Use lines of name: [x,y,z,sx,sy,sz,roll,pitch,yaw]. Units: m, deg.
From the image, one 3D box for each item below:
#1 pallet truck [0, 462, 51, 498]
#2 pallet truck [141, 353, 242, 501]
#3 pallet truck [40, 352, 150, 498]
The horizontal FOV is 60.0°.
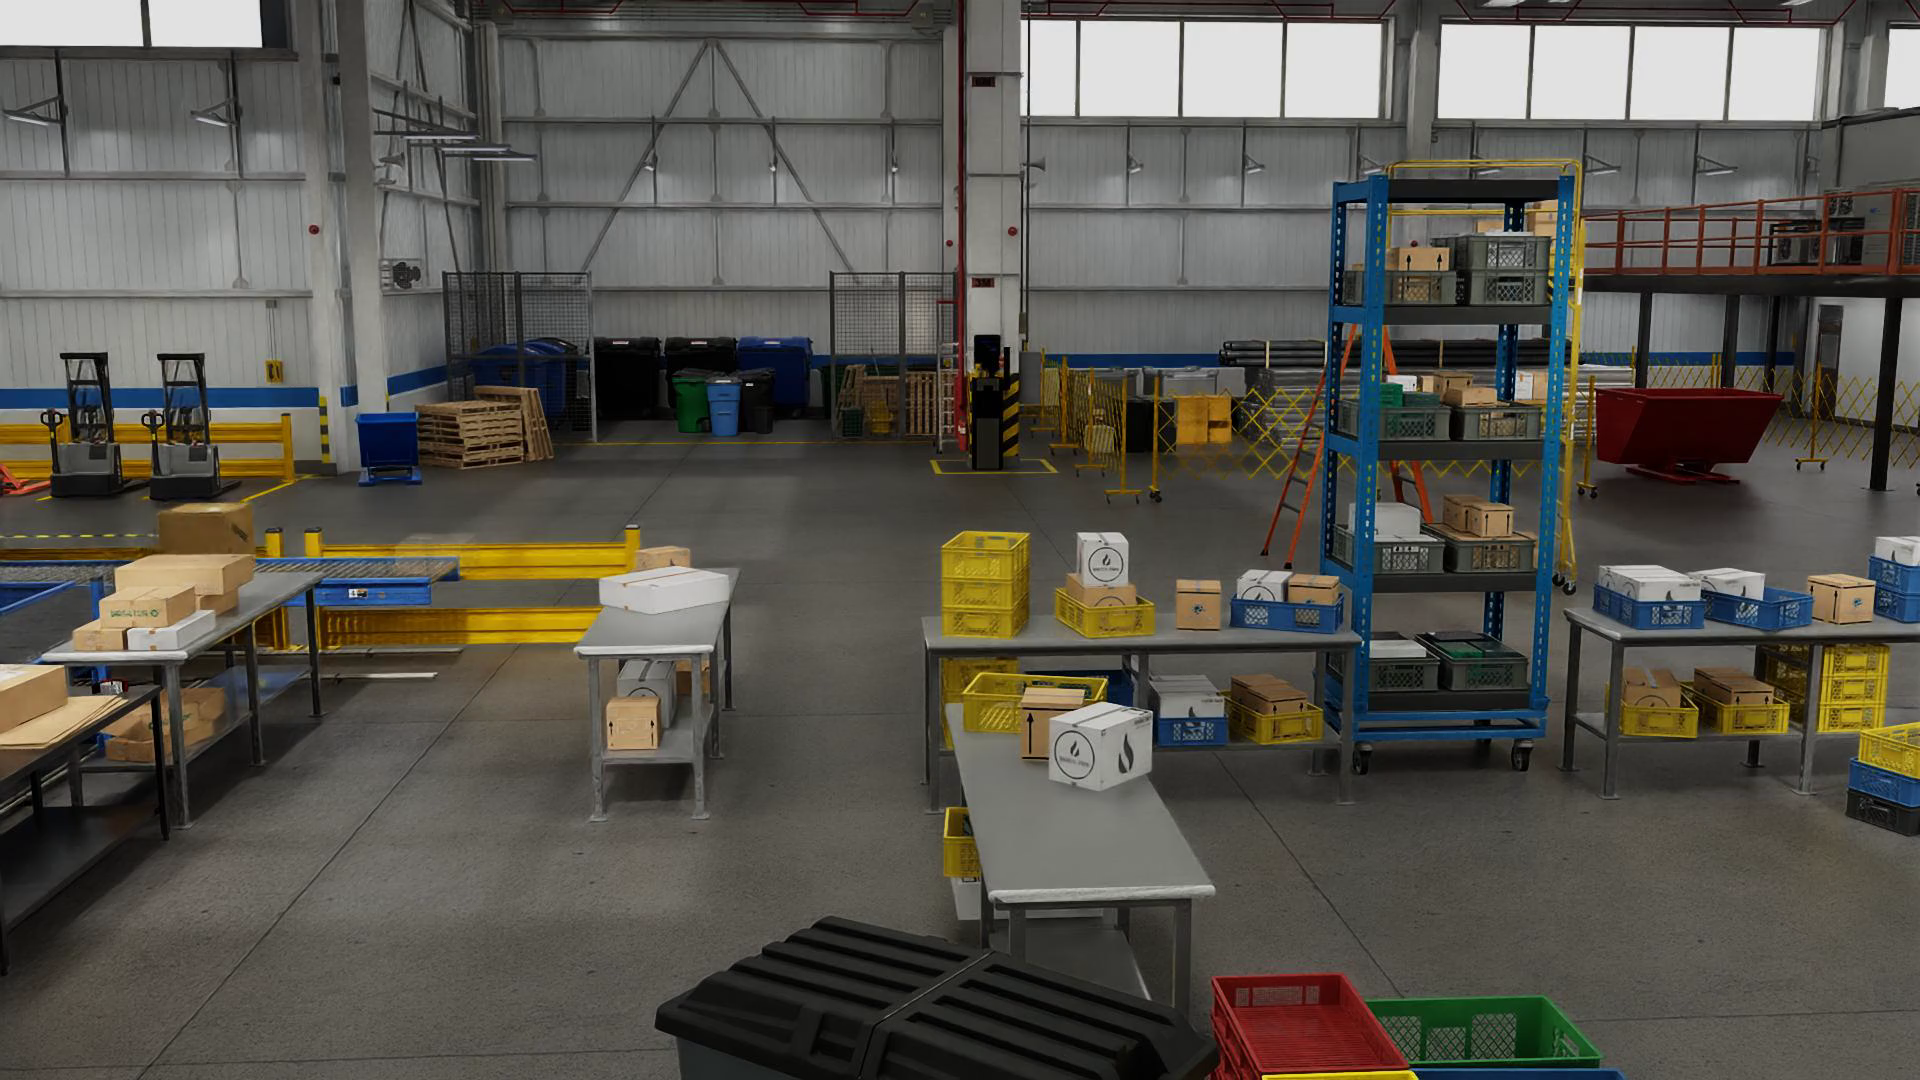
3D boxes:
pallet truck: [-13.193,-1.293,23.148,0.653,1.274,1.630,-1,9,-4]
pallet truck: [-10.520,-1.604,22.925,0.823,1.965,1.885,-1,9,-6]
pallet truck: [-11.907,-1.642,23.165,0.823,1.965,1.885,0,9,0]
